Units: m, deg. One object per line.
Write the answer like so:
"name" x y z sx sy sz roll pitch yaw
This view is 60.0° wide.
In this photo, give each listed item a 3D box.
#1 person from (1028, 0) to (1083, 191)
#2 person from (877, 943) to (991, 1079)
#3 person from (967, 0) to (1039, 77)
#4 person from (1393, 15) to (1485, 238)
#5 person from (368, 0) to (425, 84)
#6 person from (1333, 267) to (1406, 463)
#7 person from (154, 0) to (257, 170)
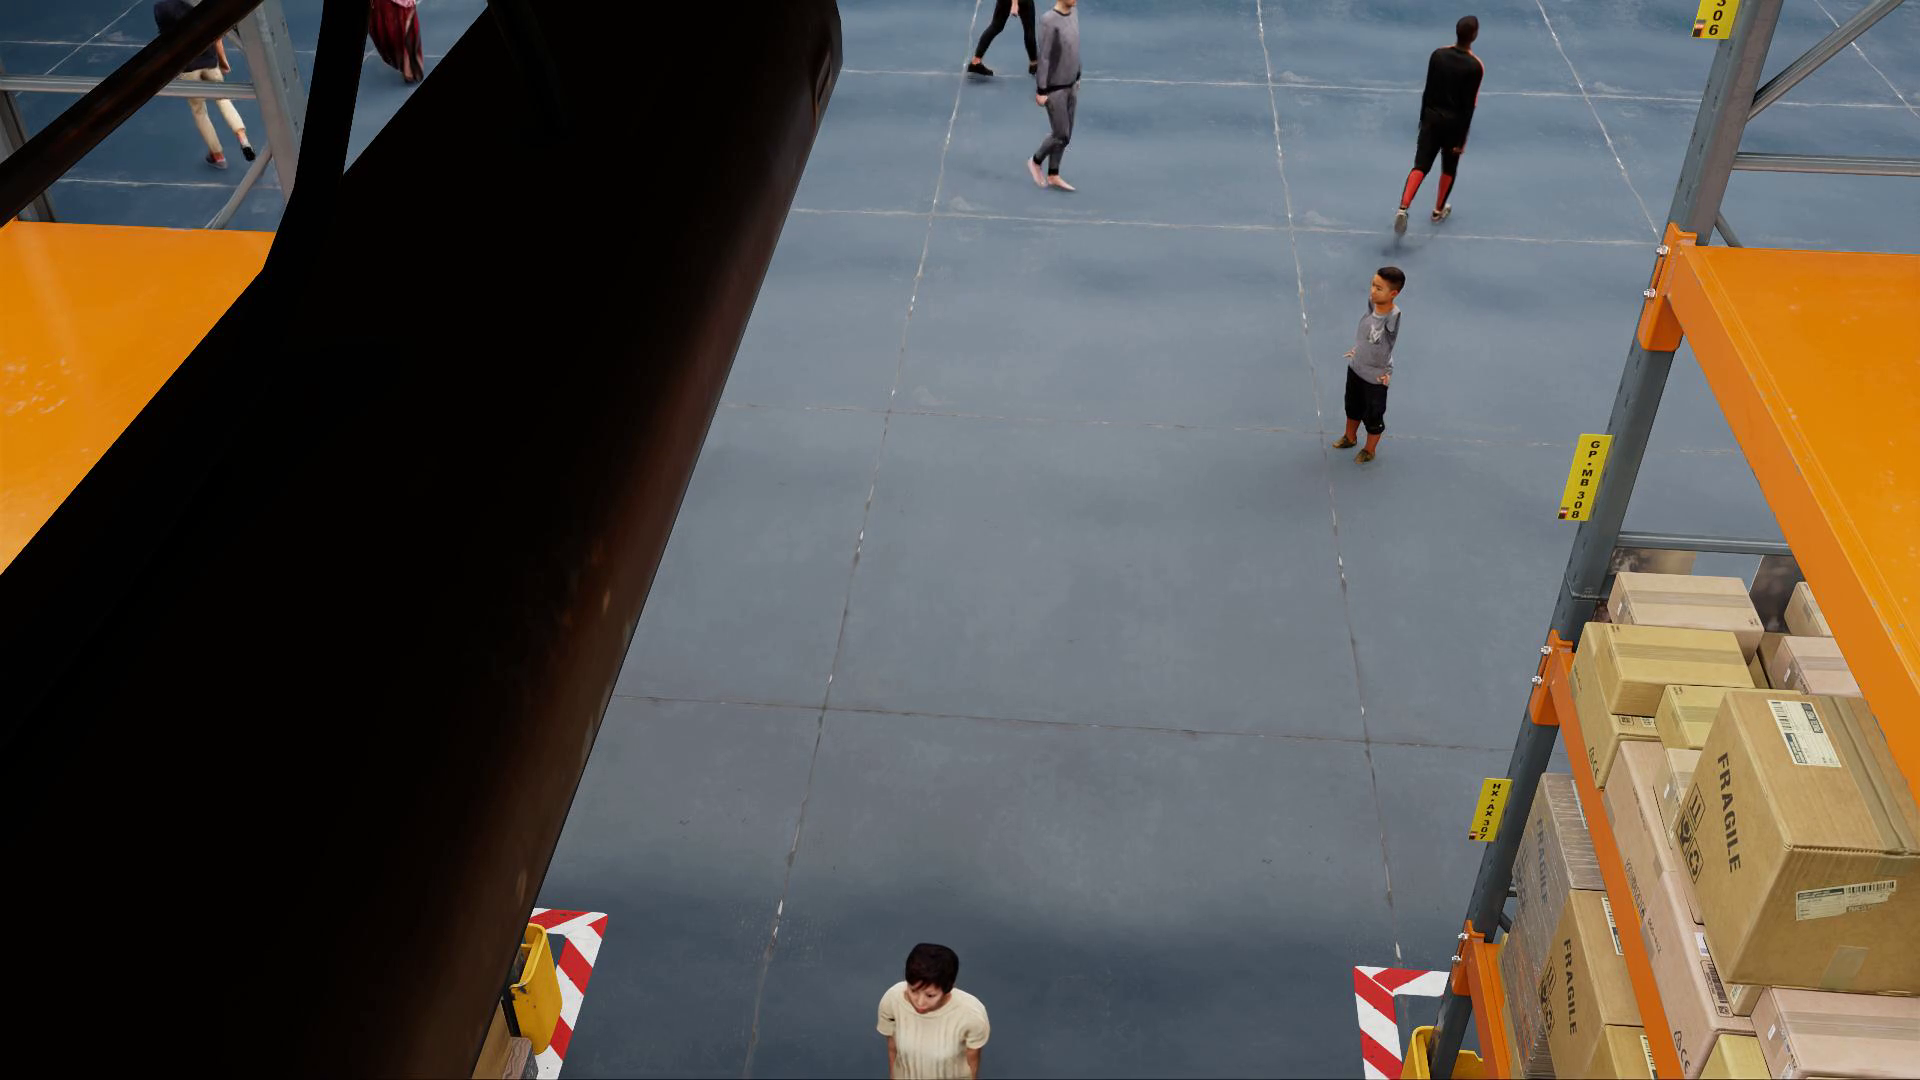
"person" 0.754 -3.819 13.890 0.897 1.835 0.785 22 43 25
"person" -0.095 2.113 6.511 0.615 1.584 0.533 9 39 12
"person" 0.408 -5.170 15.747 0.989 1.675 1.147 -12 40 -15
"person" 3.801 -3.254 13.217 0.976 1.774 1.202 24 44 27
"person" -5.407 -5.179 15.788 0.786 1.638 0.820 -8 39 -10
"person" 2.690 -1.183 10.827 0.705 1.457 0.611 -19 42 -23
"person" -6.421 -3.991 14.101 0.966 1.845 0.931 30 47 32
